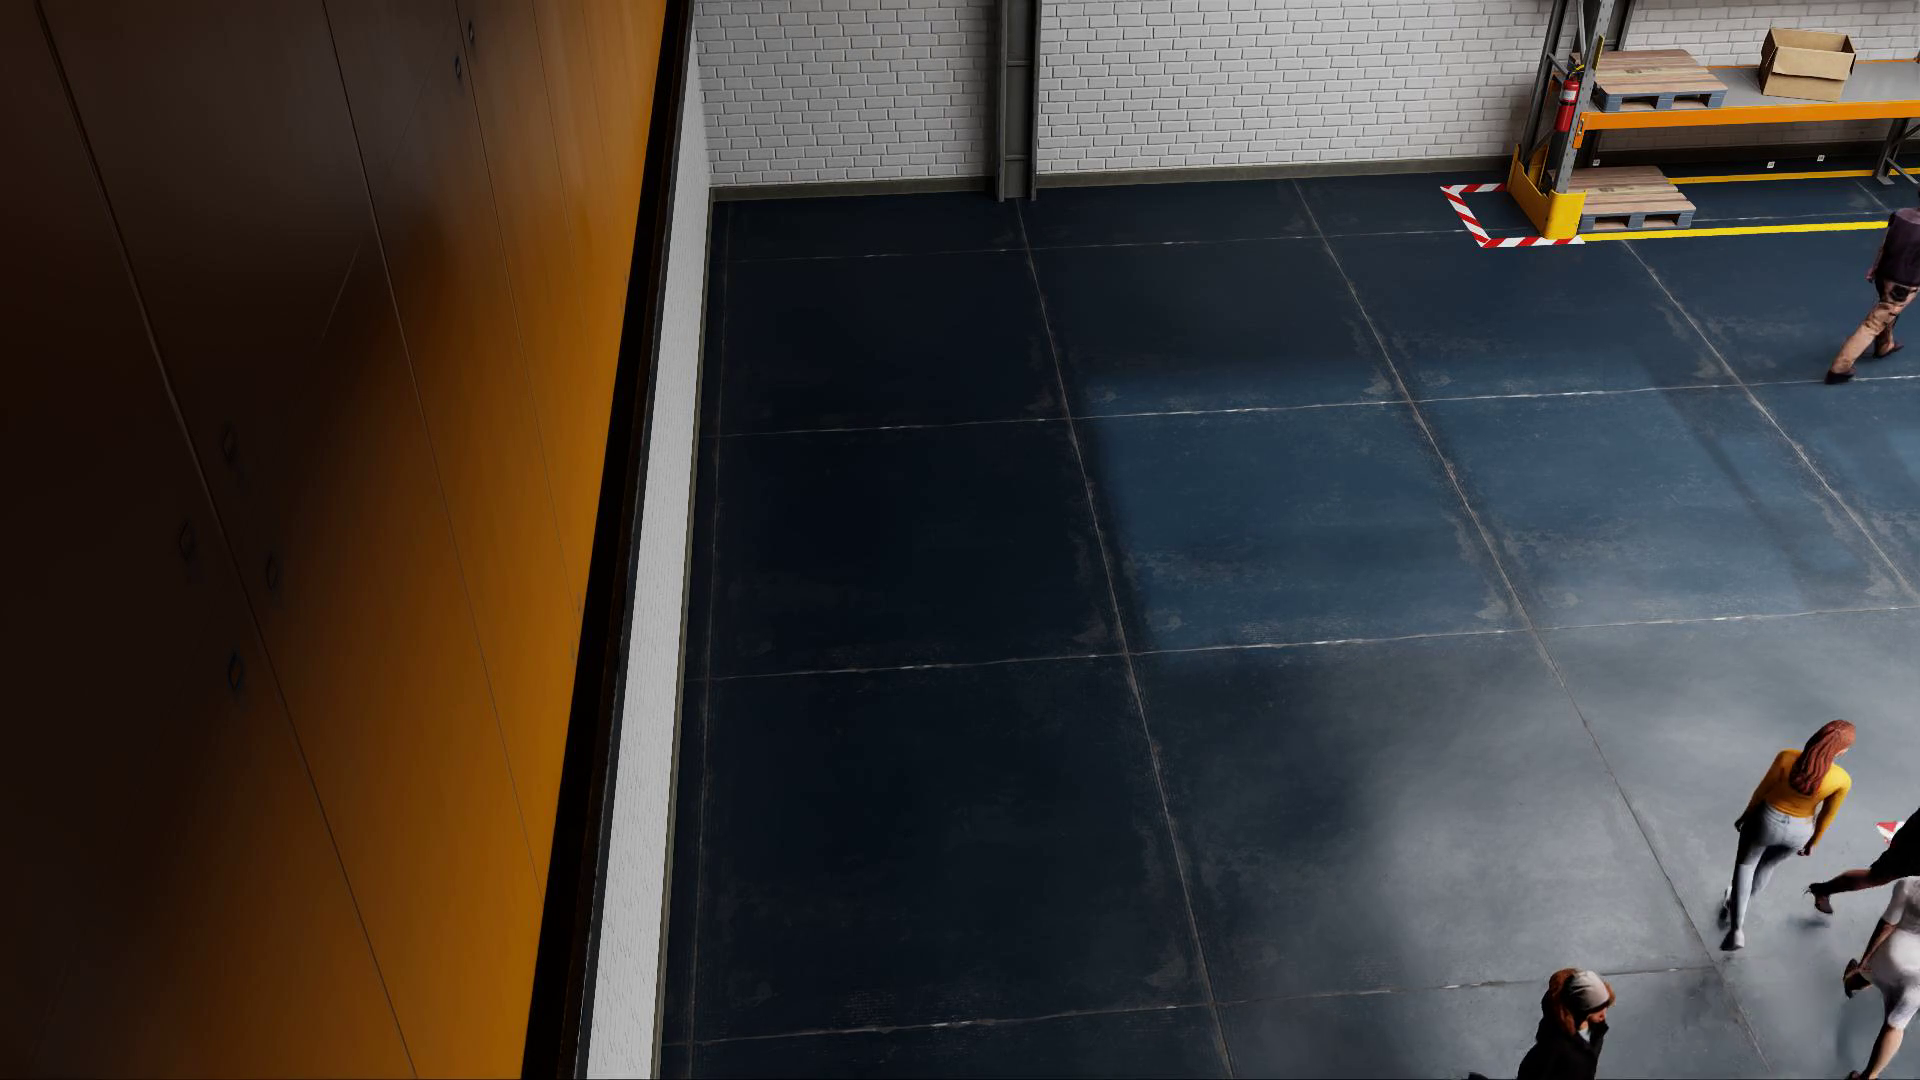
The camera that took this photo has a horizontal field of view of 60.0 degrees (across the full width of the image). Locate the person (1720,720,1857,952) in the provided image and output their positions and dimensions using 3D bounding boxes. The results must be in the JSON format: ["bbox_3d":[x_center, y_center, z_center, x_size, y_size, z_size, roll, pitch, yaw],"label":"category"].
[{"bbox_3d":[4.642,1.708,9.444,0.989,1.736,0.964,17,42,20],"label":"person"}]

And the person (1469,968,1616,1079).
[{"bbox_3d":[2.927,2.655,8.356,1.007,1.614,0.981,-25,45,-28],"label":"person"}]

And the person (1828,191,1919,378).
[{"bbox_3d":[7.976,-2.194,14.285,1.232,1.793,0.837,-11,40,-13],"label":"person"}]

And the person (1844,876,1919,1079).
[{"bbox_3d":[4.982,2.291,8.747,1.133,1.695,1.014,16,41,19],"label":"person"}]

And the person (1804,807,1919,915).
[{"bbox_3d":[5.385,1.706,9.507,1.096,1.660,1.021,26,45,29],"label":"person"}]
